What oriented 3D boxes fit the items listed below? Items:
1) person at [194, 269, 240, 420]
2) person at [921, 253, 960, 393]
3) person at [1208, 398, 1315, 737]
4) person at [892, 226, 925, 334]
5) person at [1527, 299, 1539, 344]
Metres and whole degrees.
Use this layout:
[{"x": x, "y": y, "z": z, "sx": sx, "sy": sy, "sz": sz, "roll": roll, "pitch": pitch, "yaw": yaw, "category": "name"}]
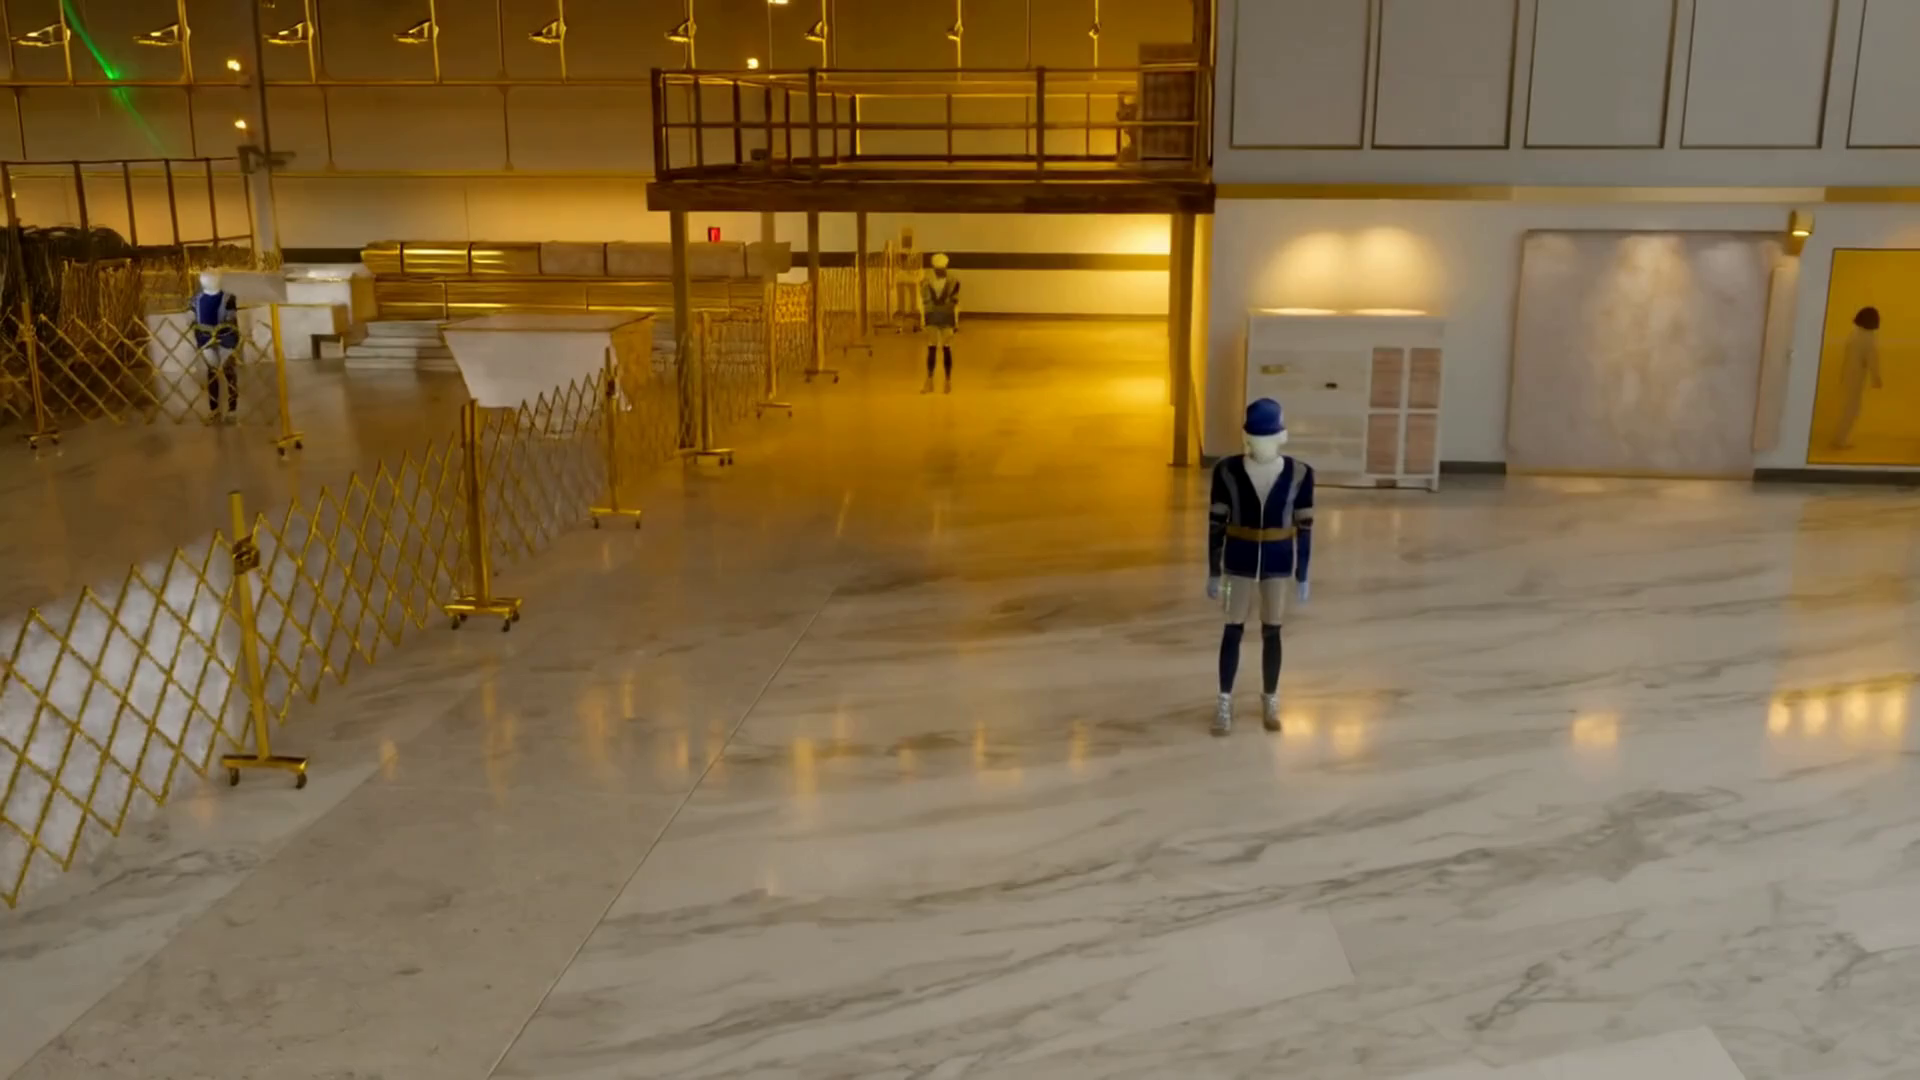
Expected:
[{"x": -9.321, "y": -2.447, "z": 20.873, "sx": 0.574, "sy": 1.883, "sz": 0.360, "roll": 2, "pitch": 14, "yaw": 8, "category": "person"}, {"x": -0.277, "y": -2.999, "z": 23.029, "sx": 0.544, "sy": 1.933, "sz": 0.376, "roll": 2, "pitch": 14, "yaw": 8, "category": "person"}, {"x": 1.769, "y": 0.172, "z": 9.833, "sx": 0.606, "sy": 2.045, "sz": 0.389, "roll": 2, "pitch": 14, "yaw": 8, "category": "person"}, {"x": -0.930, "y": -4.651, "z": 29.787, "sx": 0.587, "sy": 1.928, "sz": 0.381, "roll": 2, "pitch": 14, "yaw": 8, "category": "person"}, {"x": 6.101, "y": -1.741, "z": 17.995, "sx": 0.521, "sy": 1.873, "sz": 0.334, "roll": 2, "pitch": 14, "yaw": 8, "category": "person"}]
